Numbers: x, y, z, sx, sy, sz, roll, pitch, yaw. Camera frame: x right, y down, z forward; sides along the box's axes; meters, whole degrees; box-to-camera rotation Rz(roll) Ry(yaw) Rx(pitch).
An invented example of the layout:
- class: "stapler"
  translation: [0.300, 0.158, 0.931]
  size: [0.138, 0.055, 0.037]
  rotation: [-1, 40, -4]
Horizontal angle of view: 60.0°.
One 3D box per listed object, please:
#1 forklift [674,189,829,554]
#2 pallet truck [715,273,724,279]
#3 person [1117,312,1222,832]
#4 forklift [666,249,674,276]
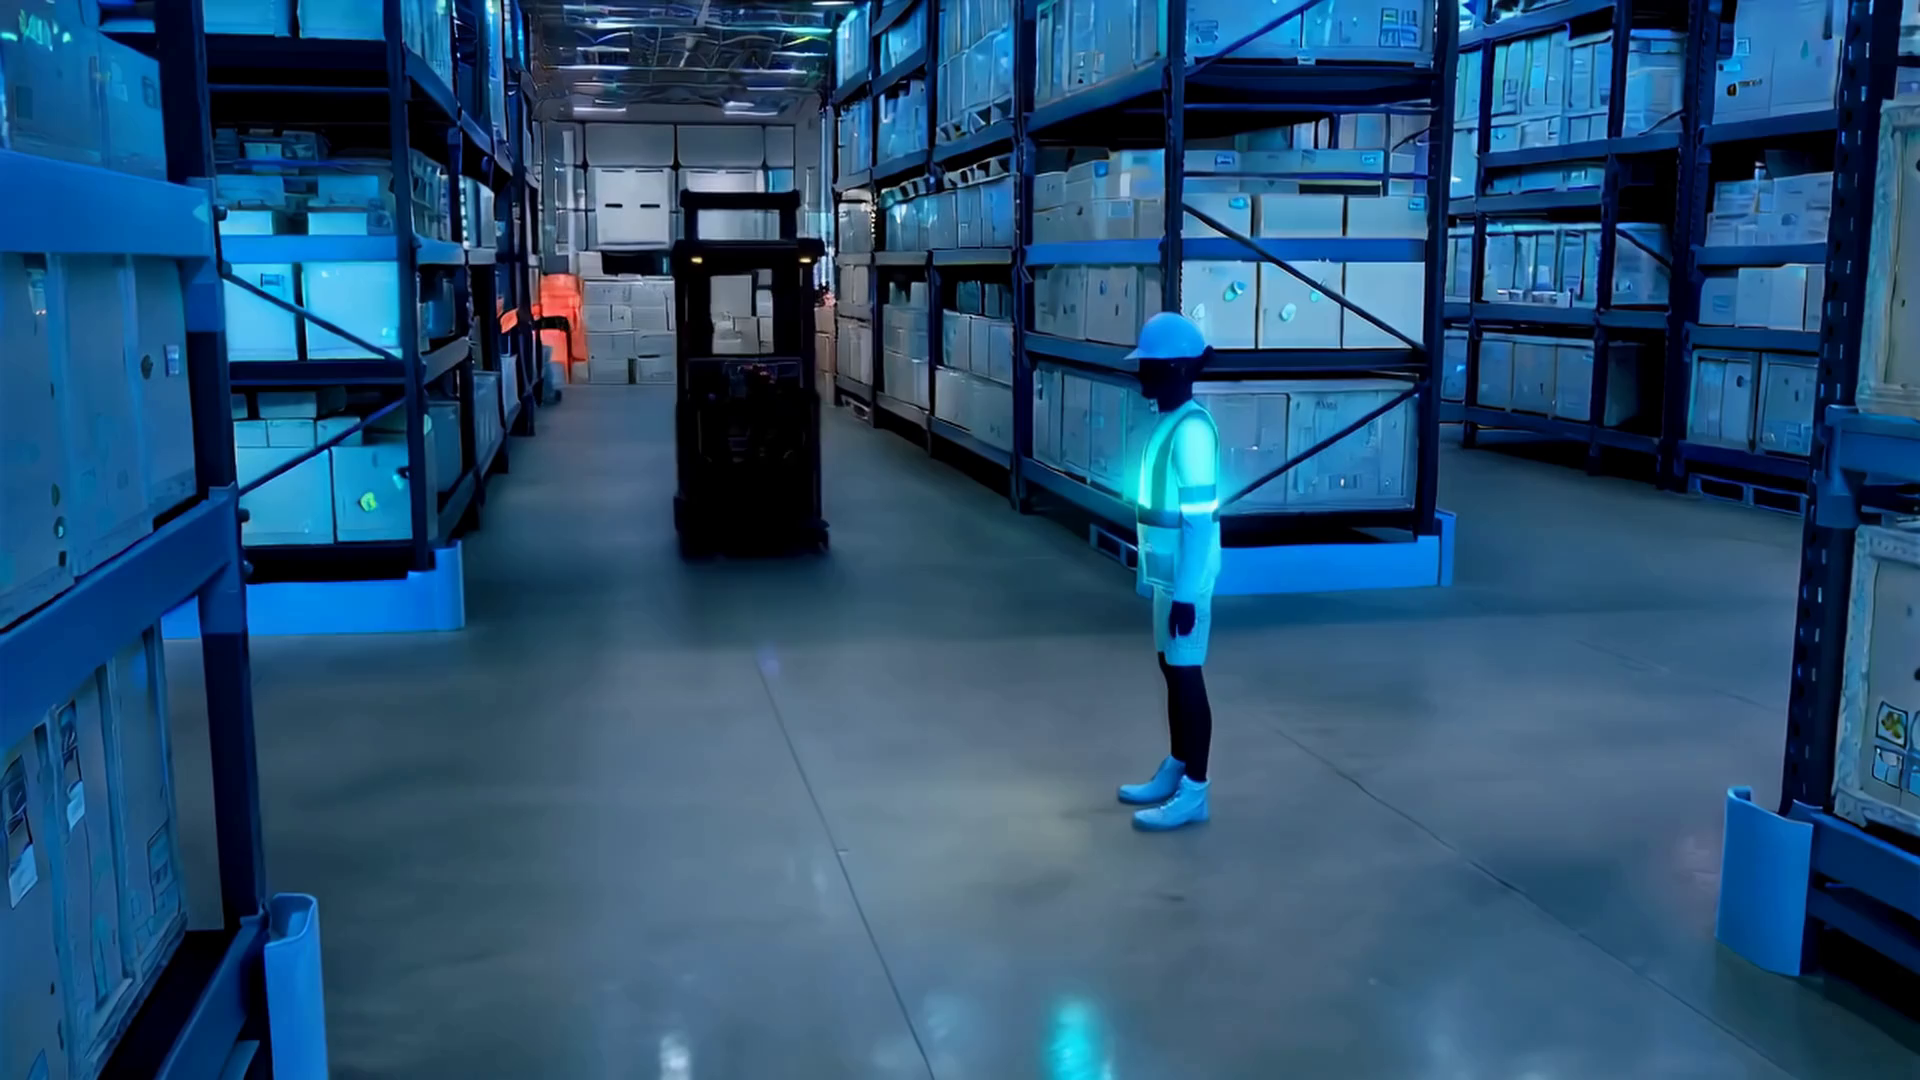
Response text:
- class: "forklift"
  translation: [-1.758, -1.420, 13.477]
  size: [1.129, 2.768, 1.873]
  rotation: [-2, 10, -12]
- class: "pallet truck"
  translation: [-8.580, -8.986, 62.280]
  size: [1.885, 1.965, 0.823]
  rotation: [1, 9, 5]
- class: "person"
  translation: [0.831, 0.131, 6.568]
  size: [0.391, 2.045, 0.608]
  rotation: [0, 9, 0]
- class: "forklift"
  translation: [-9.168, -8.197, 54.788]
  size: [1.873, 2.768, 1.129]
  rotation: [9, 13, 43]
